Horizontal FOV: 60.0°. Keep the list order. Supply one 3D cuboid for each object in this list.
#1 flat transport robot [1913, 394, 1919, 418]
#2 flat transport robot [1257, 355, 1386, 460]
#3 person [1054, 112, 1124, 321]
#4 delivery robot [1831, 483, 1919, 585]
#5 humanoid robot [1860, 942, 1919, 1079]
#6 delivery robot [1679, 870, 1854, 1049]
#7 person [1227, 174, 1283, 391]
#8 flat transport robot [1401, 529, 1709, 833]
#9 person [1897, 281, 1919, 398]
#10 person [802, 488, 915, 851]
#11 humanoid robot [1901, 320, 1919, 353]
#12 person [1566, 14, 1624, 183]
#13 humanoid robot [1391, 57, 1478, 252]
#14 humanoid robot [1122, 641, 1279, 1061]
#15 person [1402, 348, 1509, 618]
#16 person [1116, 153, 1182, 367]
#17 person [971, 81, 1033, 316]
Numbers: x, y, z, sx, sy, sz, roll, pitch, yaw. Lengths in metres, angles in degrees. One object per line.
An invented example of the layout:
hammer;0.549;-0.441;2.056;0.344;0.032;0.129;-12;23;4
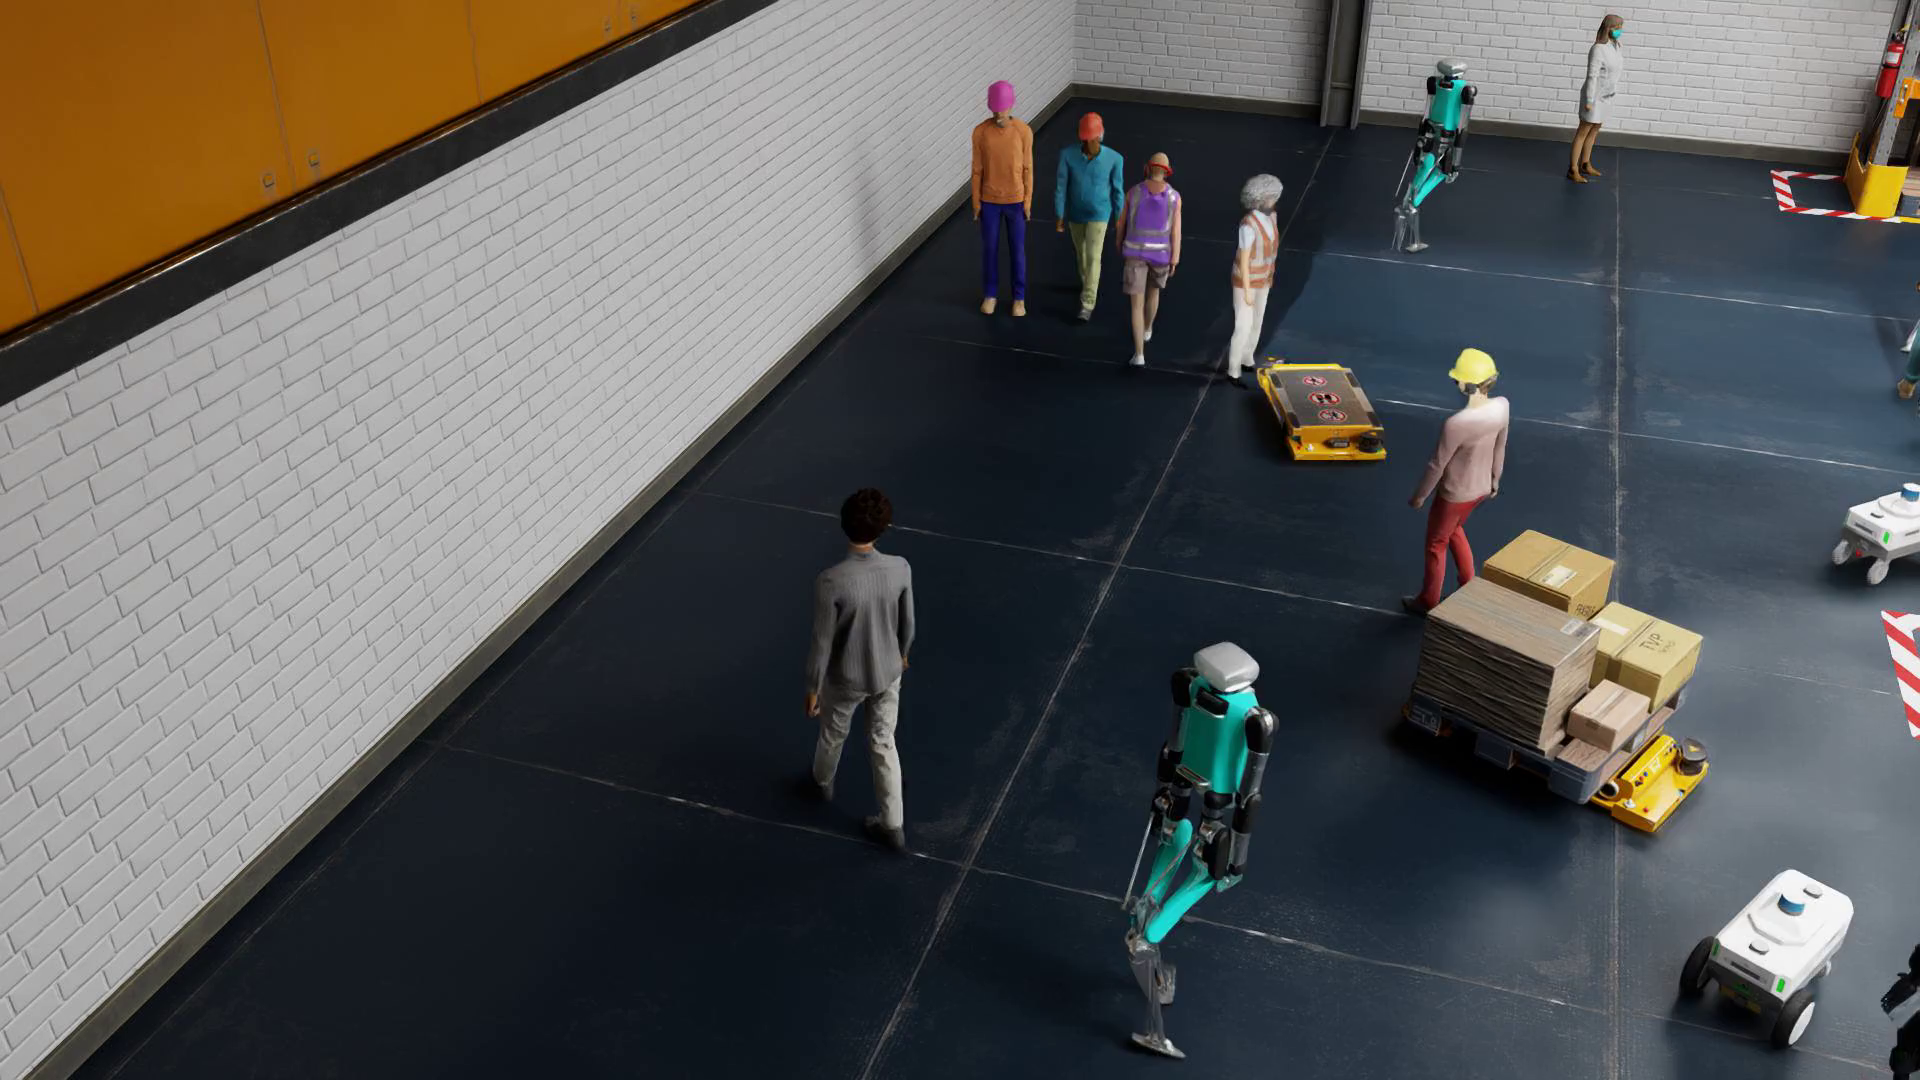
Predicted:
flat transport robot;7.591;-0.616;11.673;1.431;0.231;0.659;-9;32;-14
flat transport robot;2.655;-0.984;12.300;0.659;0.231;1.431;-1;30;-2
person;1.057;-2.708;13.816;0.549;1.695;0.890;10;32;17
delivery robot;5.912;-0.075;10.464;0.777;0.587;0.499;-13;33;-21
humanoid robot;3.896;1.687;6.372;0.600;1.633;0.569;-2;31;-4
delivery robot;3.560;1.802;7.296;0.785;0.613;0.518;-25;38;-35
person;2.228;-1.959;12.574;0.358;1.674;0.484;24;38;34
flat transport robot;3.157;1.030;8.873;1.431;0.231;0.659;26;39;37
person;7.368;-1.893;12.270;0.530;1.866;0.390;20;36;30
person;-0.495;0.601;8.036;0.605;1.852;0.804;-11;32;-19
humanoid robot;8.000;-2.329;13.168;0.895;1.780;0.563;-20;36;-31
person;6.481;-4.477;16.867;0.495;1.659;0.336;-26;39;-37
humanoid robot;4.151;-3.329;14.953;0.724;1.901;0.542;-17;34;-27
humanoid robot;0.851;1.331;6.915;0.874;1.772;0.596;-22;37;-32
person;2.883;-0.310;9.679;0.553;1.750;0.381;-21;36;-31
person;1.470;-2.206;13.016;0.487;1.642;0.918;0;30;1
person;0.342;-2.816;13.743;0.515;1.973;0.404;3;31;5
